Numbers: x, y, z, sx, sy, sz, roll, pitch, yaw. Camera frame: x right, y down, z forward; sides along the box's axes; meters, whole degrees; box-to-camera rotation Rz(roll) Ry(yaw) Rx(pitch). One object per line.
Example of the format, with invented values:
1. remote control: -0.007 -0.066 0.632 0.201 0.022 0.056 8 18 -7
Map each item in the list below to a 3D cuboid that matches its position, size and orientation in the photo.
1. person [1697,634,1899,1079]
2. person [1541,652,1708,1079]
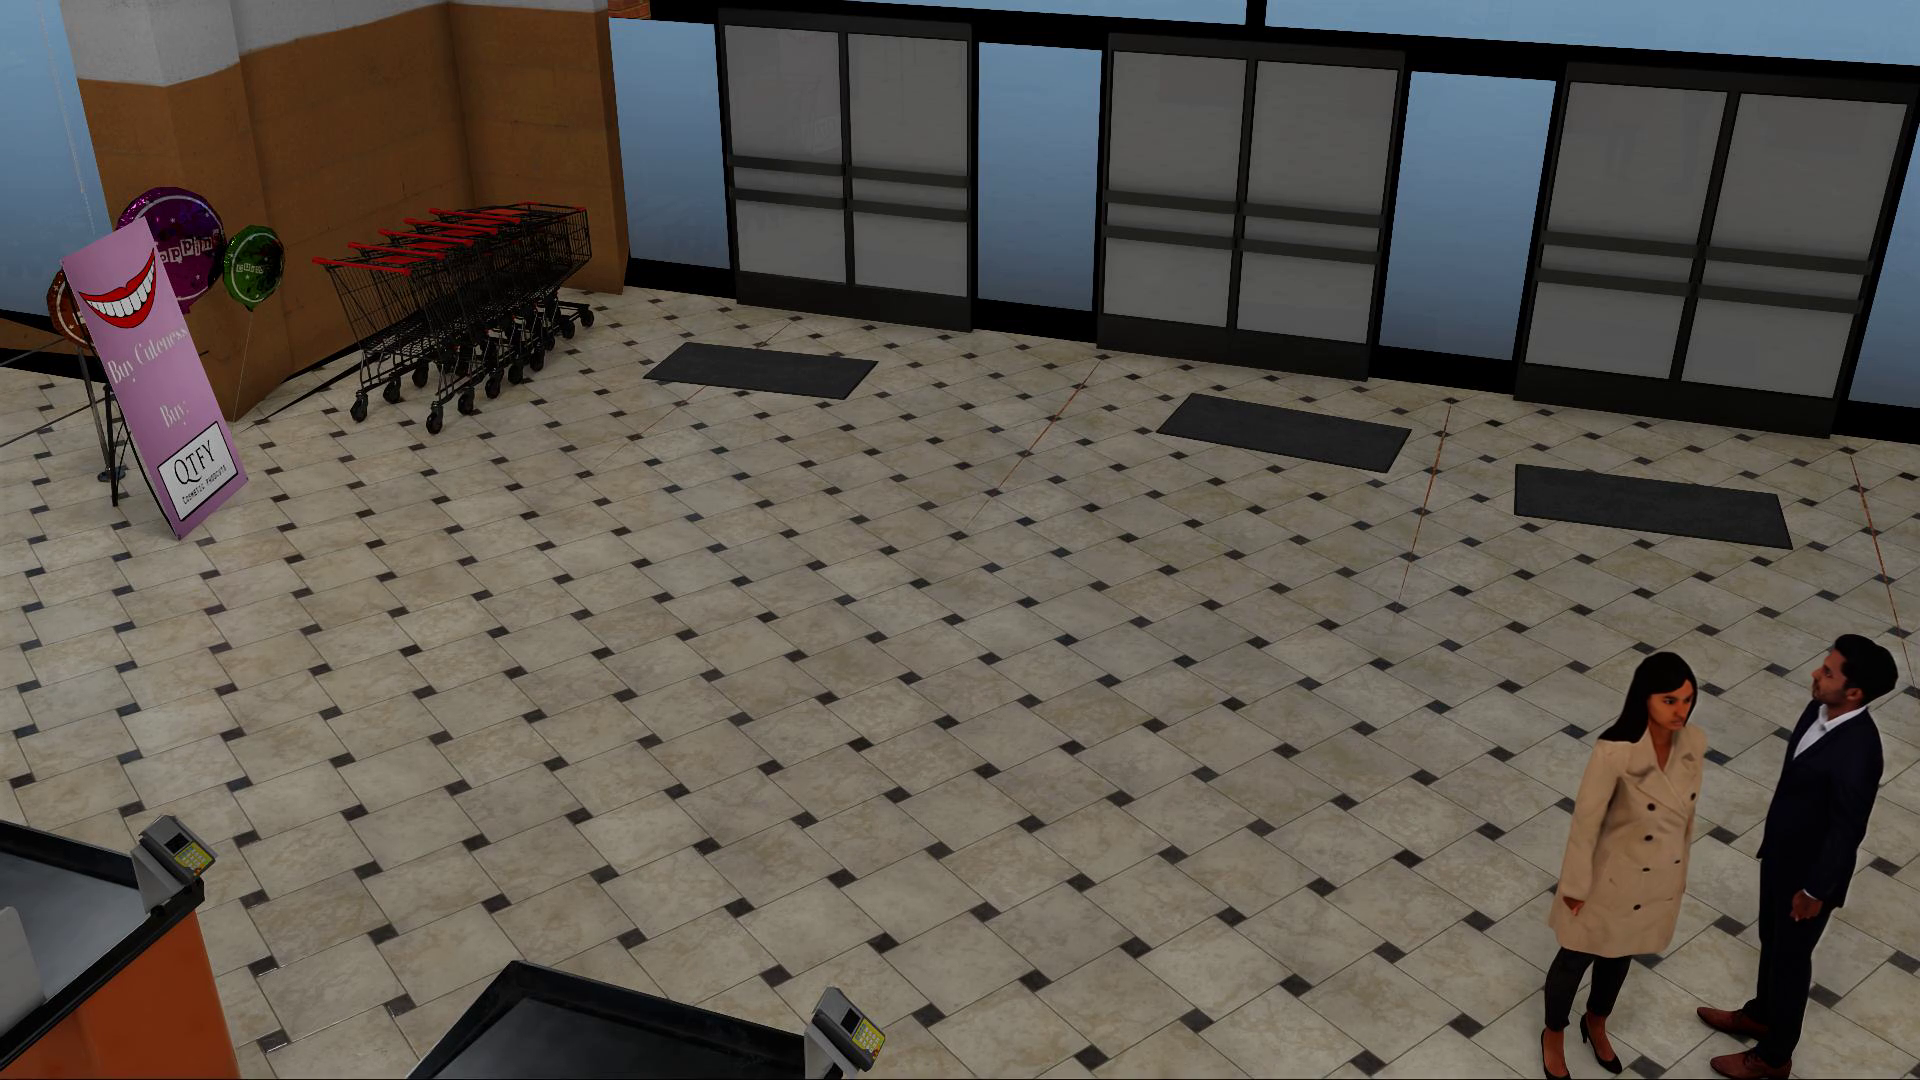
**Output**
1. person: 2.847 1.085 5.589 0.727 1.725 0.502 5 27 11
2. person: 2.216 1.116 5.576 0.713 1.682 0.735 -8 28 -15
